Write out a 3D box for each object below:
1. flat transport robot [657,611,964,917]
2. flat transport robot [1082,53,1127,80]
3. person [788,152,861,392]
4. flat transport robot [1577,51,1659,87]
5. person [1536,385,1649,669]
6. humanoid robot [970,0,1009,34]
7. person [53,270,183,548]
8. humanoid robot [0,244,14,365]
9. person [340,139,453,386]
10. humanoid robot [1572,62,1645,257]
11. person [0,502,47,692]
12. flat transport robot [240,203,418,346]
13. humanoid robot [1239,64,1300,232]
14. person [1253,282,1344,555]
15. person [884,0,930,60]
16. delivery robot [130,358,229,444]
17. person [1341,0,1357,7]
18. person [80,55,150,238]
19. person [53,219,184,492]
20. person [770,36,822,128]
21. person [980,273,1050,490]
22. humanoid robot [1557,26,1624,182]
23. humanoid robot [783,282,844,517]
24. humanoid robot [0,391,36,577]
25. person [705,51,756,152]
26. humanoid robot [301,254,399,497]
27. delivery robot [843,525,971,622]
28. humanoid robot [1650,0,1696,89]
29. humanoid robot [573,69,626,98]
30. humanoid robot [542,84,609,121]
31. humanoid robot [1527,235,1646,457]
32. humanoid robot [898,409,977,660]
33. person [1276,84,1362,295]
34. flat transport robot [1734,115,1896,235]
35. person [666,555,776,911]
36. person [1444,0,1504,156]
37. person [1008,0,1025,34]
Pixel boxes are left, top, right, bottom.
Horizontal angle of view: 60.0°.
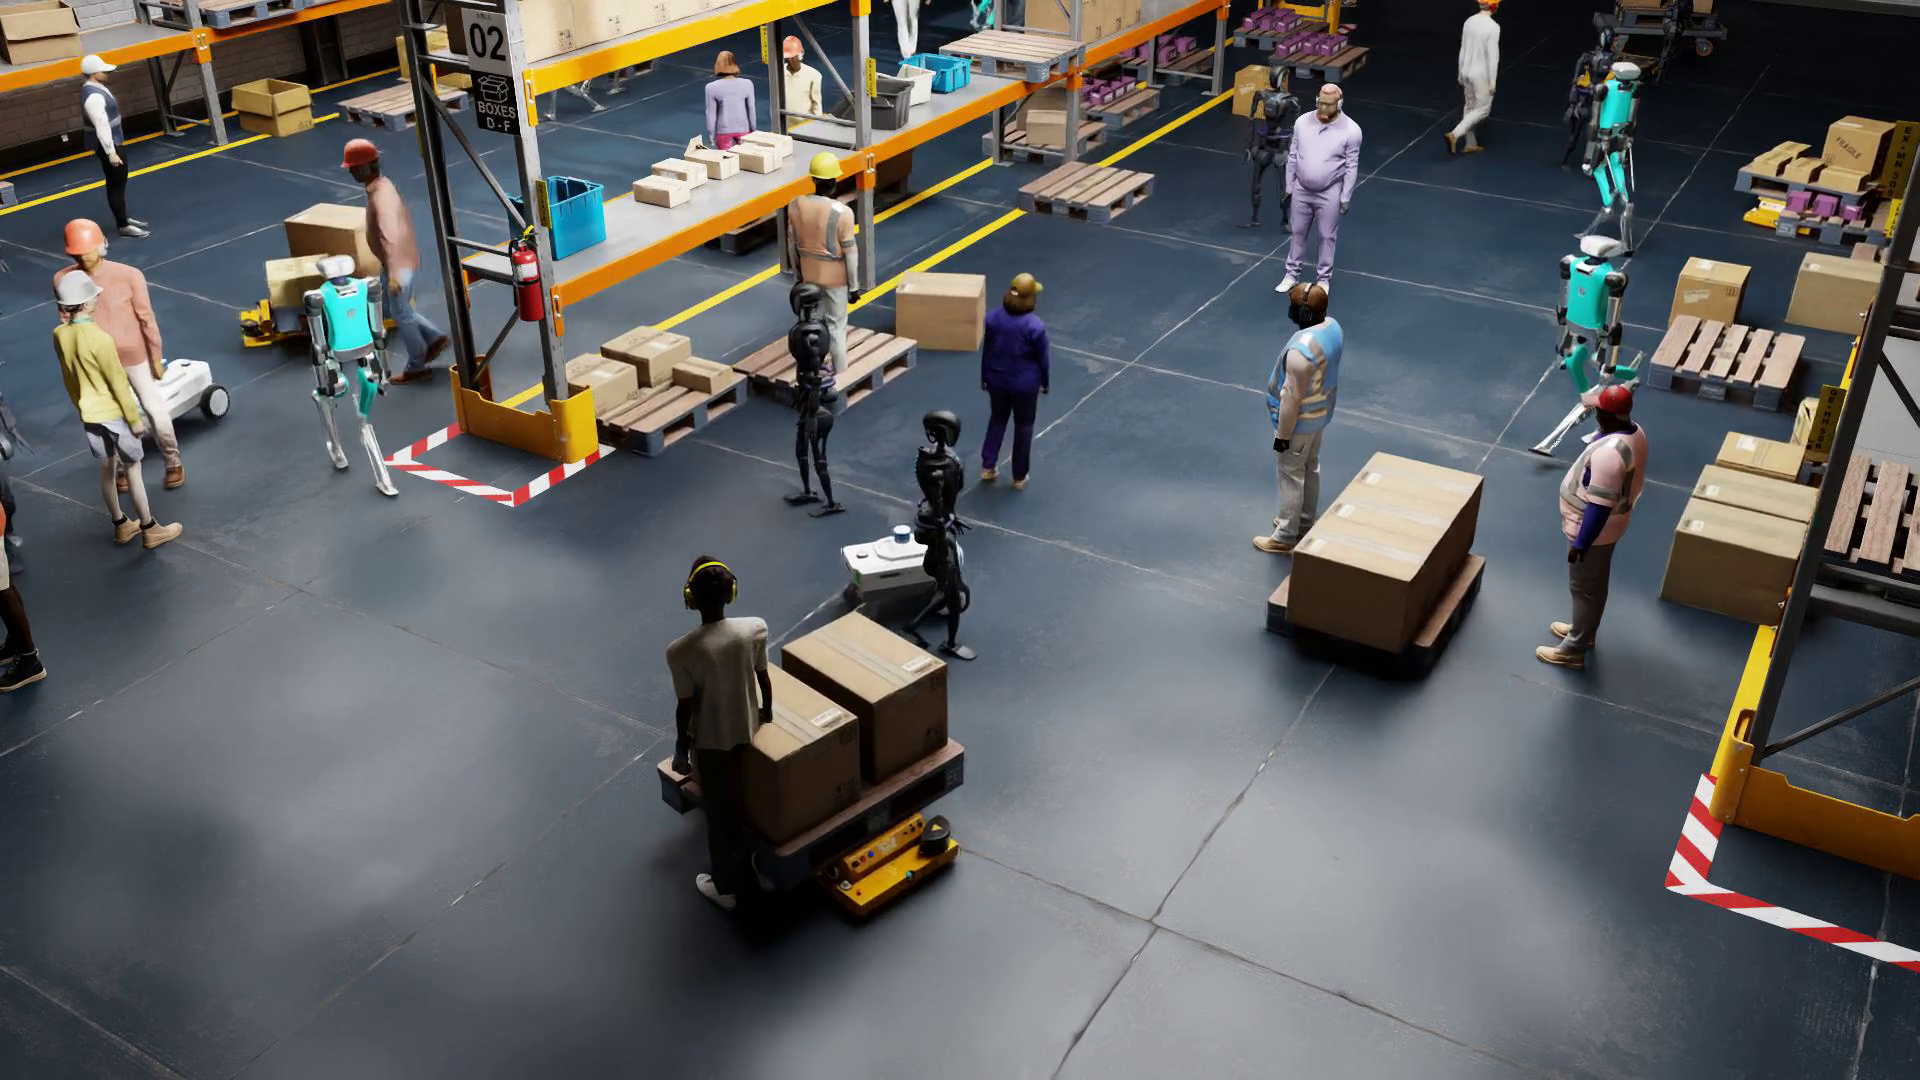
[{"bbox_3d":[-0.739,1.370,8.518,0.659,0.231,1.431,-26,38,-38],"label":"flat transport robot"},{"bbox_3d":[1.711,-6.230,21.962,0.659,0.231,1.431,17,34,27],"label":"flat transport robot"},{"bbox_3d":[-1.036,-2.045,12.876,0.589,1.926,0.384,15,33,25],"label":"person"},{"bbox_3d":[8.641,-6.145,21.811,0.659,0.231,1.431,21,36,32],"label":"flat transport robot"},{"bbox_3d":[3.640,-0.080,9.576,0.420,1.750,0.625,19,34,29],"label":"person"},{"bbox_3d":[0.413,-7.445,22.636,0.546,1.786,0.779,25,38,37],"label":"humanoid robot"},{"bbox_3d":[-5.512,-0.819,10.746,0.471,1.892,0.384,10,31,17],"label":"person"},{"bbox_3d":[-8.113,-2.262,13.517,0.595,1.633,0.607,19,34,29],"label":"humanoid robot"},{"bbox_3d":[-4.452,-2.189,13.087,0.533,1.964,0.663,-11,31,-18],"label":"person"},{"bbox_3d":[6.298,-3.527,15.769,0.530,1.859,0.831,-10,31,-17],"label":"humanoid robot"},{"bbox_3d":[-5.555,-0.065,9.334,0.368,1.966,0.600,-16,33,-26],"label":"person"},{"bbox_3d":[-5.467,-1.970,14.427,1.431,0.231,0.659,-11,31,-19],"label":"flat transport robot"},{"bbox_3d":[3.072,-3.839,16.300,0.612,1.644,0.372,19,35,30],"label":"humanoid robot"},{"bbox_3d":[2.188,-0.787,10.746,0.429,1.835,0.627,17,34,28],"label":"person"},{"bbox_3d":[-0.718,-7.332,22.254,0.667,1.912,0.603,-3,30,-5],"label":"person"},{"bbox_3d":[-5.973,-1.080,12.580,0.499,0.612,0.813,8,30,13],"label":"delivery robot"},{"bbox_3d":[6.047,-9.119,25.559,0.320,1.755,0.560,1,29,2],"label":"person"},{"bbox_3d":[-8.279,-3.836,16.212,0.445,1.756,0.770,-13,32,-22],"label":"person"},{"bbox_3d":[-5.793,-1.258,11.430,0.614,1.984,0.406,-4,30,-7],"label":"person"},{"bbox_3d":[-1.681,-4.263,16.980,0.560,1.743,0.342,9,31,15],"label":"person"},{"bbox_3d":[0.371,-1.087,11.498,0.499,1.603,0.368,13,32,22],"label":"person"},{"bbox_3d":[6.788,-4.701,17.879,0.587,1.621,0.788,-5,30,-8],"label":"humanoid robot"},{"bbox_3d":[-1.019,-0.927,11.148,0.416,1.655,0.591,-8,30,-13],"label":"humanoid robot"},{"bbox_3d":[-6.269,-0.594,10.605,0.632,1.640,0.636,-25,38,-37],"label":"humanoid robot"},{"bbox_3d":[-2.310,-4.123,16.859,0.500,1.628,0.280,-7,30,-12],"label":"person"},{"bbox_3d":[-4.335,-1.201,11.623,0.535,1.774,1.016,-24,37,-35],"label":"humanoid robot"},{"bbox_3d":[-0.346,0.179,10.303,0.745,0.565,0.499,-9,31,-15],"label":"delivery robot"},{"bbox_3d":[9.198,-6.648,21.262,0.315,1.653,0.599,25,38,37],"label":"humanoid robot"},{"bbox_3d":[-4.541,-6.458,20.902,0.873,1.779,0.554,-21,36,-33],"label":"humanoid robot"},{"bbox_3d":[-4.779,-5.915,19.966,0.997,1.785,0.539,-15,33,-25],"label":"humanoid robot"},{"bbox_3d":[4.570,-1.357,11.862,1.033,1.736,0.538,-16,33,-26],"label":"humanoid robot"},{"bbox_3d":[-0.134,-0.033,9.590,0.488,1.633,0.610,1,30,3],"label":"humanoid robot"},{"bbox_3d":[3.166,-3.082,14.732,0.639,1.909,0.410,16,33,26],"label":"person"},{"bbox_3d":[8.651,-3.433,17.014,0.659,0.231,1.431,26,39,38],"label":"flat transport robot"},{"bbox_3d":[-1.098,0.902,7.718,0.518,1.873,0.328,-16,33,-27],"label":"person"},{"bbox_3d":[5.718,-5.186,18.484,0.650,1.874,0.580,-14,33,-24],"label":"person"},{"bbox_3d":[0.772,-7.428,22.514,0.512,1.816,0.784,16,33,26],"label":"person"}]
